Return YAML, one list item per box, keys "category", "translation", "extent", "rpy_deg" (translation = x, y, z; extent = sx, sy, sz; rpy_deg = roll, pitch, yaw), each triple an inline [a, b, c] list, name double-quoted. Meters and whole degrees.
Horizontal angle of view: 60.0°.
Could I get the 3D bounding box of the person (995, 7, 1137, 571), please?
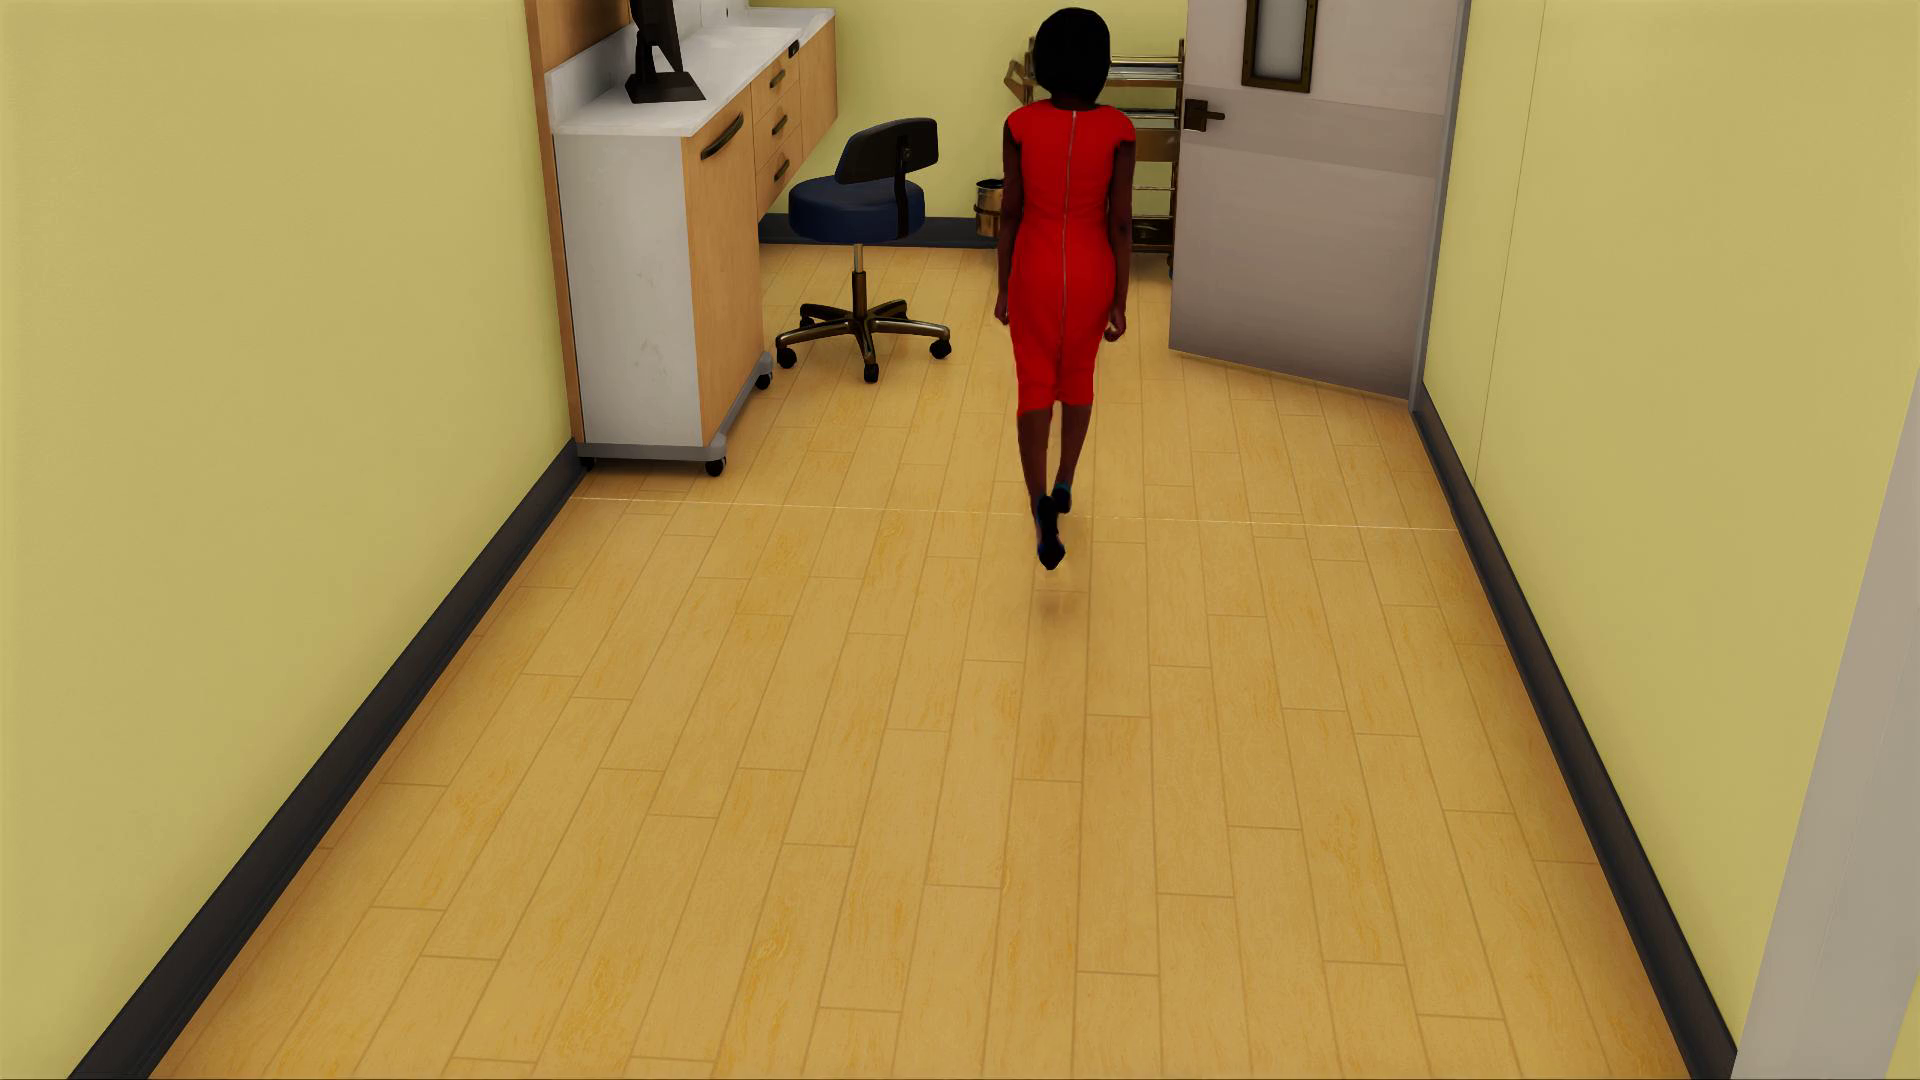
- category: "person"
  translation: [0.306, -0.721, 5.152]
  extent: [0.993, 1.717, 0.669]
  rpy_deg: [1, 26, 2]
